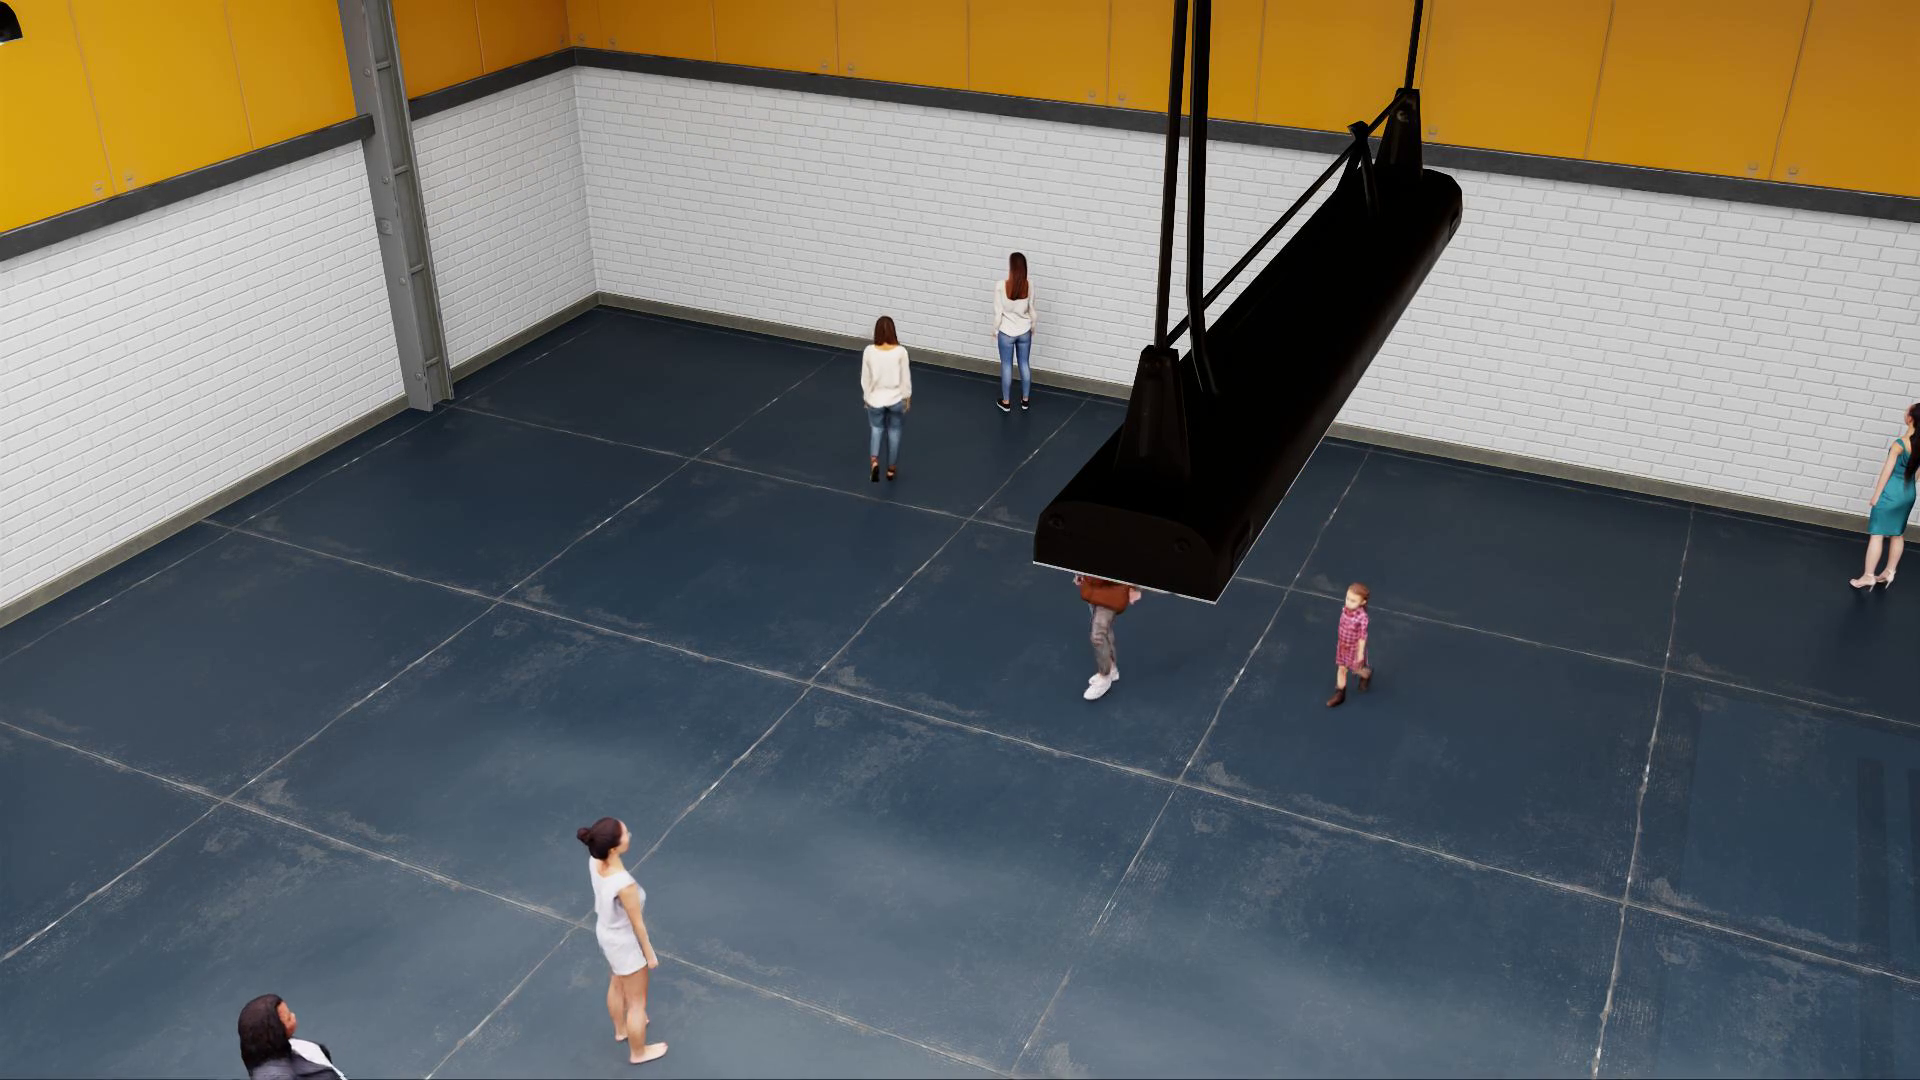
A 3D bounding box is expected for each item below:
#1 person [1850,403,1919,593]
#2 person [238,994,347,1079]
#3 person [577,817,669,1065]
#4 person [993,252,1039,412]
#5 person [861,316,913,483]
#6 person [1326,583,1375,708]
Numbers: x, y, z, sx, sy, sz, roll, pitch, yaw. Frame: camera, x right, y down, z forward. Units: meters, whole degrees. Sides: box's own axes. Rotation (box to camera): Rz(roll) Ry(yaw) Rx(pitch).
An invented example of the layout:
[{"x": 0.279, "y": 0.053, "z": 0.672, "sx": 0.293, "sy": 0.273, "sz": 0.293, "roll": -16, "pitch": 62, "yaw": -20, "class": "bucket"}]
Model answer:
[{"x": 7.763, "y": -0.353, "z": 13.788, "sx": 0.607, "sy": 1.685, "sz": 0.662, "roll": -9, "pitch": 30, "yaw": -16, "class": "person"}, {"x": -3.252, "y": 2.841, "z": 8.035, "sx": 0.792, "sy": 1.586, "sz": 0.770, "roll": -23, "pitch": 36, "yaw": -35, "class": "person"}, {"x": -1.868, "y": 2.203, "z": 9.182, "sx": 0.667, "sy": 1.609, "sz": 0.653, "roll": -23, "pitch": 36, "yaw": -35, "class": "person"}, {"x": 0.567, "y": -2.141, "z": 17.060, "sx": 0.704, "sy": 1.689, "sz": 0.740, "roll": -6, "pitch": 29, "yaw": -11, "class": "person"}, {"x": -0.696, "y": -1.267, "z": 15.480, "sx": 0.731, "sy": 1.669, "sz": 0.859, "roll": 5, "pitch": 29, "yaw": 9, "class": "person"}, {"x": 2.963, "y": 0.765, "z": 12.441, "sx": 0.742, "sy": 1.011, "sz": 0.609, "roll": -19, "pitch": 34, "yaw": -31, "class": "person"}]
